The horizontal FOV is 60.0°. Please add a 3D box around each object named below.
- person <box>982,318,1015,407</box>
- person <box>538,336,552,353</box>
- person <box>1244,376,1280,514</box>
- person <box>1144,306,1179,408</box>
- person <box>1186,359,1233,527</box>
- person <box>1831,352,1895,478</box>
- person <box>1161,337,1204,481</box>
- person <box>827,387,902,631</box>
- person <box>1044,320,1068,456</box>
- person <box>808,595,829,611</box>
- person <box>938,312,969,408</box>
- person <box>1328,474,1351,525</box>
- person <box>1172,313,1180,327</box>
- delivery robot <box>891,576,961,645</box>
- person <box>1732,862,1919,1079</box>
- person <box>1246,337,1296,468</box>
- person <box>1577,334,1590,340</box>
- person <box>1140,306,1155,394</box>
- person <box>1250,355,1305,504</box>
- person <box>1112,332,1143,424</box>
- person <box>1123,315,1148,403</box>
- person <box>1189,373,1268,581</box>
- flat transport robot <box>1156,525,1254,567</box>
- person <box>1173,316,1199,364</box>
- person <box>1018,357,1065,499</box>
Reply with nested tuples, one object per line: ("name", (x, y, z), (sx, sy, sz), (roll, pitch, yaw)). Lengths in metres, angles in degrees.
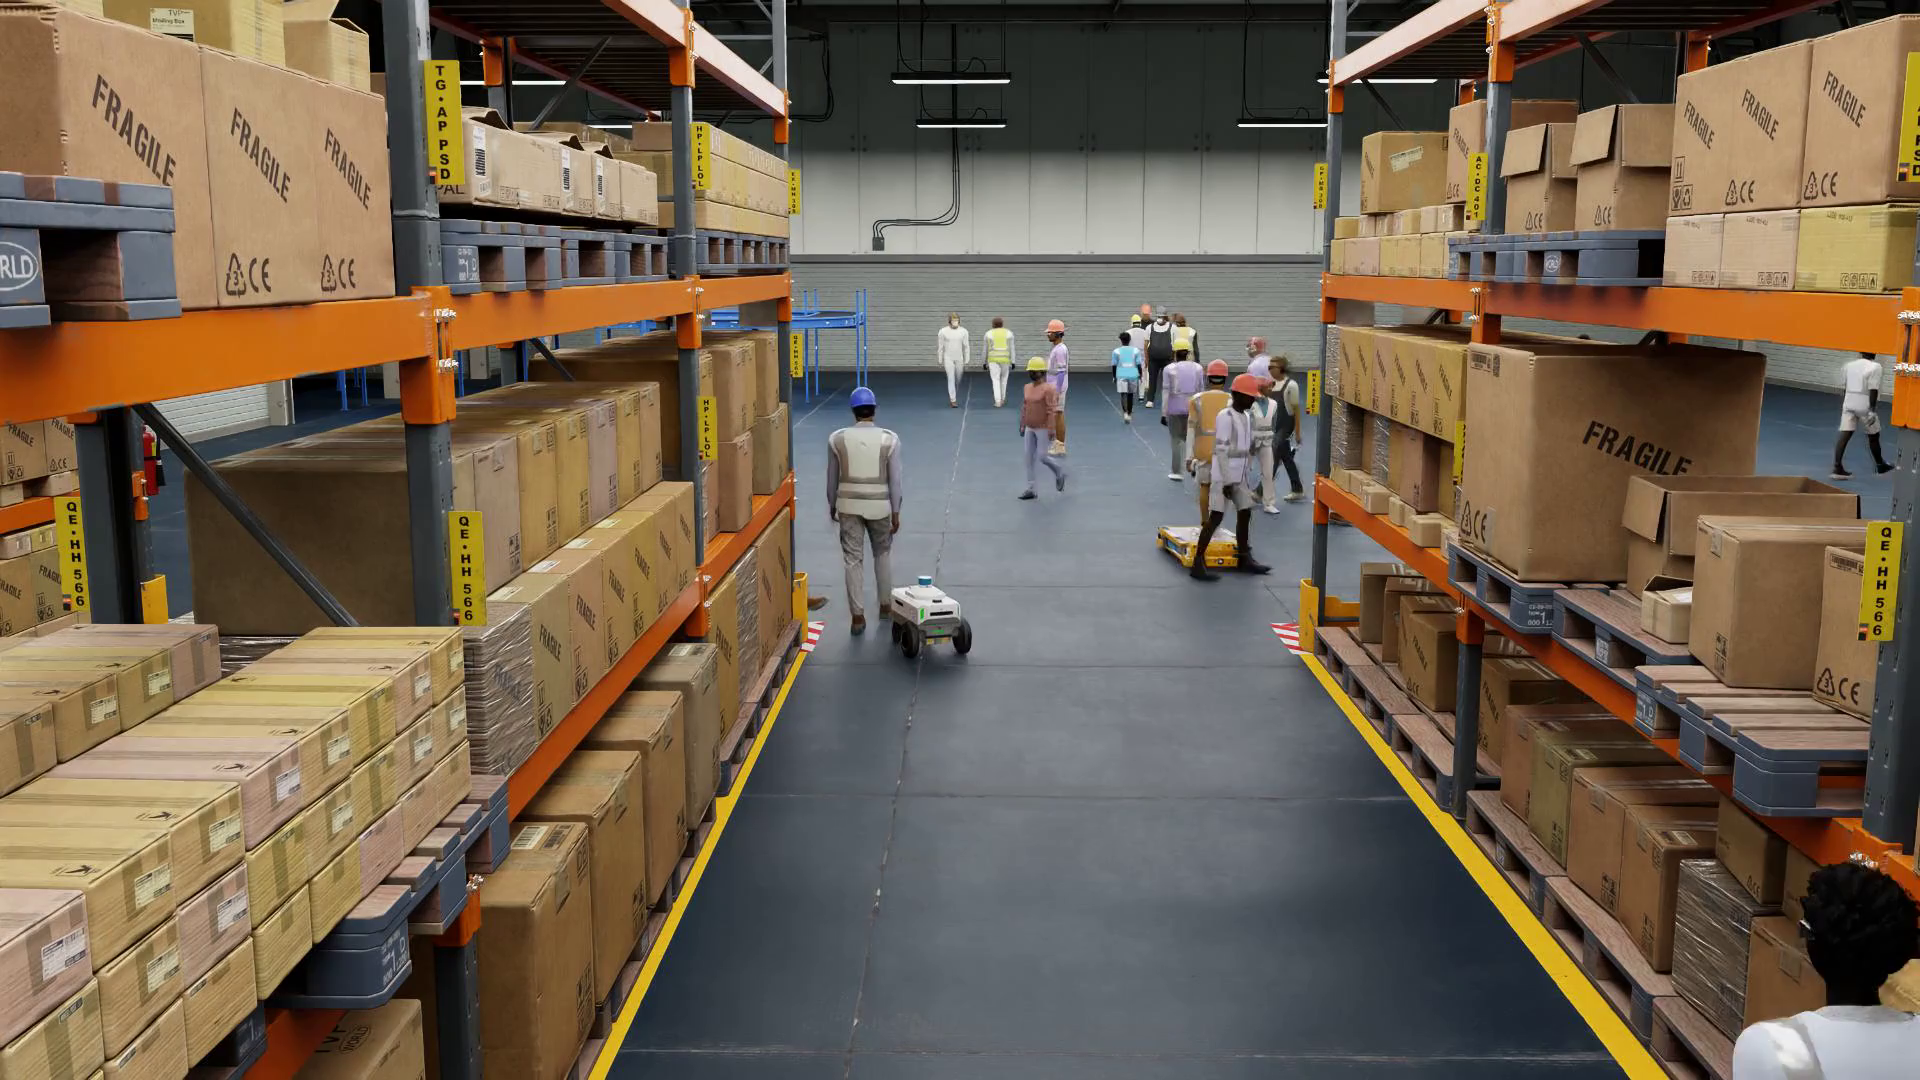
("person", (0.765, -3.615, 33.771), (0.648, 1.779, 0.968), (-2, 10, -10))
("person", (-10.979, -5.221, 43.832), (0.279, 1.634, 0.497), (9, 13, 42))
("person", (3.479, -1.131, 19.486), (0.501, 1.588, 0.877), (-3, 10, -19))
("person", (4.016, -3.640, 33.279), (0.686, 2.000, 0.535), (2, 10, 13))
("person", (2.629, -0.894, 17.076), (0.575, 1.912, 0.647), (3, 10, 17))
("person", (12.190, -1.782, 22.367), (1.005, 1.913, 0.633), (-3, 10, -19))
("person", (2.963, -1.737, 22.141), (0.599, 1.911, 0.494), (-3, 10, -19))
("person", (-0.762, -0.269, 13.356), (0.605, 1.903, 0.836), (0, 9, -1))
("person", (1.444, -2.294, 25.081), (0.371, 2.044, 0.608), (-1, 9, -3))
("person", (-1.574, -0.267, 13.394), (0.987, 1.883, 0.621), (1, 10, 7))
("person", (-0.136, -3.663, 33.714), (0.642, 1.906, 0.889), (-3, 10, -15))
("person", (4.321, -1.161, 18.579), (0.396, 1.944, 0.618), (5, 11, 27))
("person", (5.564, -4.971, 42.370), (0.626, 1.618, 0.520), (2, 10, 13))
("delivery robot", (-0.262, 0.515, 12.547), (0.477, 0.478, 0.707), (-4, 10, -21))
("person", (1.801, 1.488, 3.504), (0.563, 1.667, 0.764), (-1, 10, -5))
("person", (4.256, -1.906, 23.279), (0.792, 1.874, 0.670), (5, 10, 25))
("person", (10.563, -2.659, 28.297), (0.540, 1.695, 0.317), (1, 10, 8))
("person", (4.125, -4.235, 37.001), (0.643, 1.948, 1.010), (2, 10, 10))
("person", (3.804, -1.332, 20.061), (0.979, 1.788, 0.535), (-5, 10, -25))
("person", (3.031, -2.938, 30.133), (0.556, 1.649, 0.849), (-1, 9, -3))
("person", (3.648, -3.765, 34.553), (0.589, 1.823, 0.403), (-2, 10, -13))
("person", (2.530, -0.597, 15.388), (0.473, 1.912, 0.652), (7, 12, 36))
("flat transport robot", (2.411, 0.045, 16.493), (0.652, 0.197, 1.431), (-1, 9, -5))
("person", (4.660, -3.783, 34.757), (0.652, 1.805, 0.790), (0, 9, 0))
("person", (1.000, -1.393, 20.551), (0.590, 1.753, 0.538), (-9, 13, -42))
